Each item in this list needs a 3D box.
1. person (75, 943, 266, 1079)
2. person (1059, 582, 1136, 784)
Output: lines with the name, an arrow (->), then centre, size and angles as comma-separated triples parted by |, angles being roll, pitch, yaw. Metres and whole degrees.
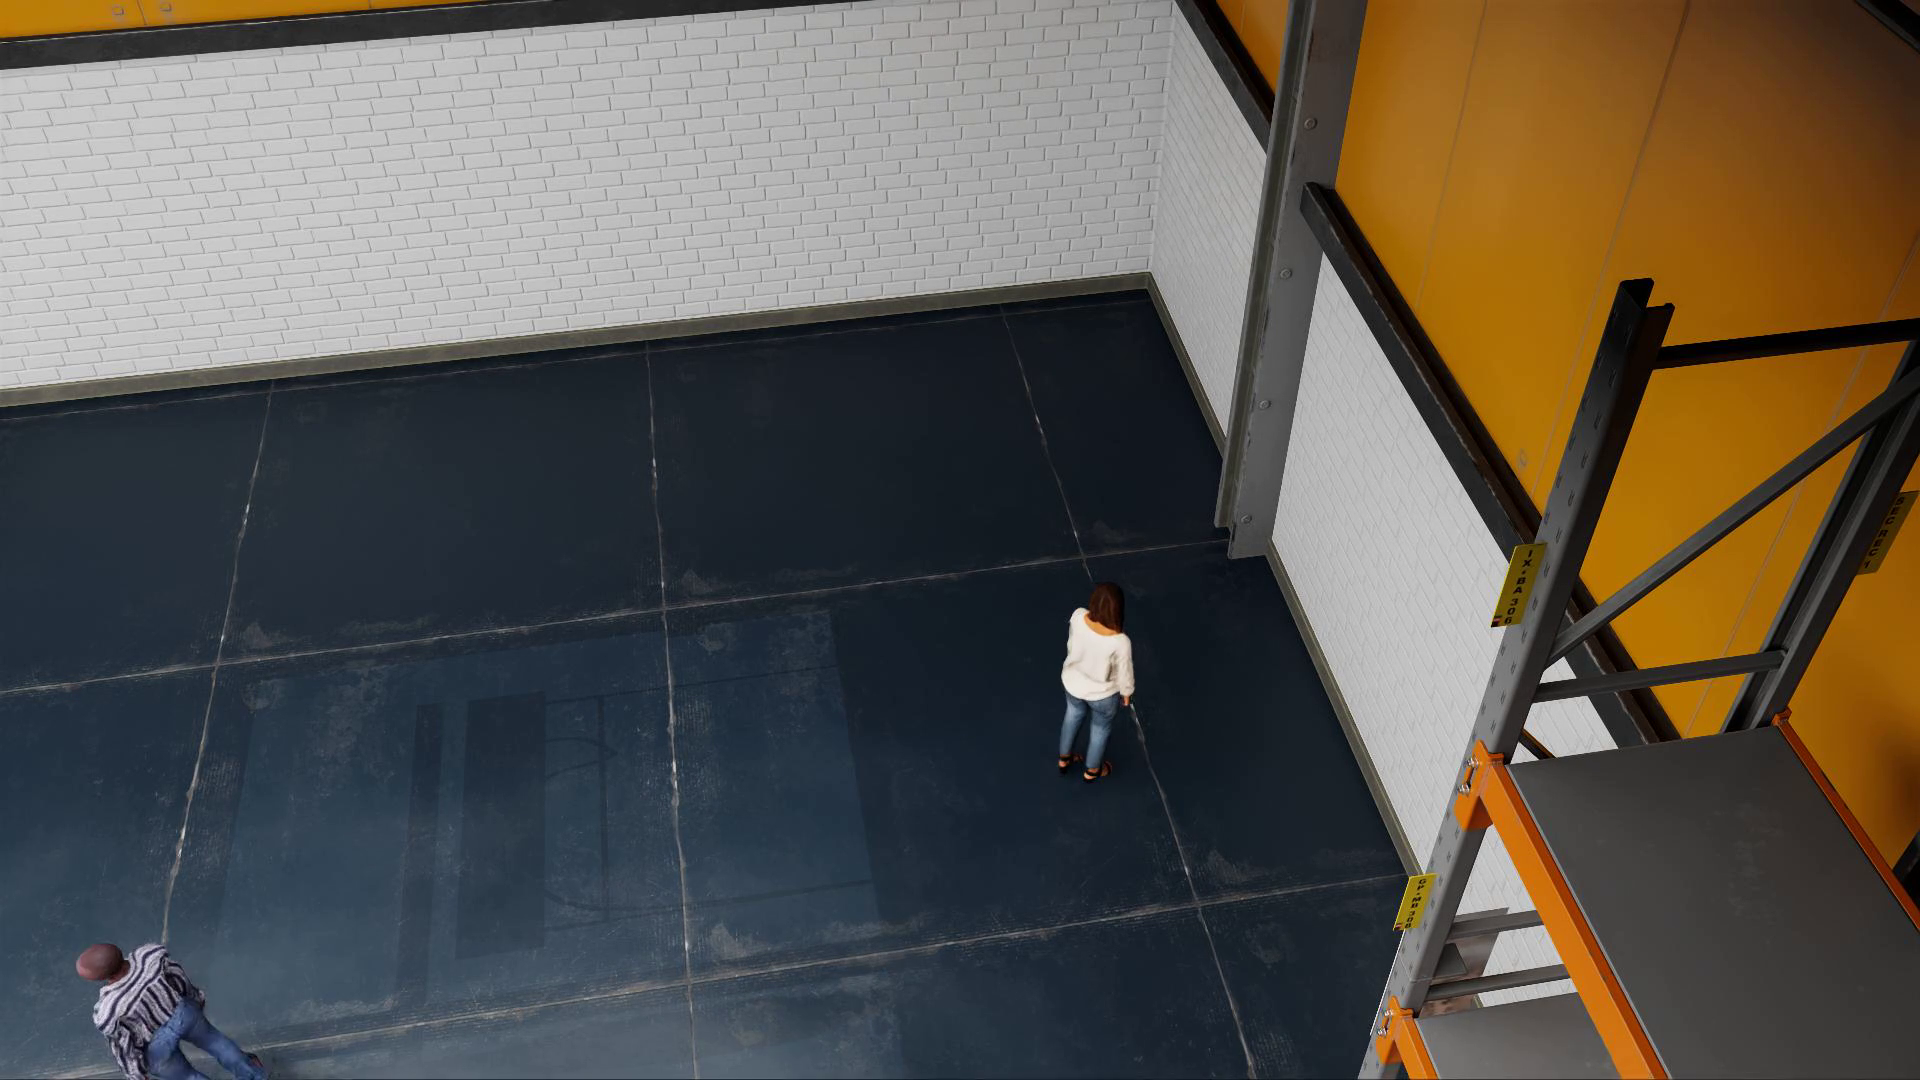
person -> -3.895, 2.443, 8.272 | 0.927, 1.760, 0.742 | 20, 47, 20
person -> 0.772, 0.871, 9.982 | 0.697, 1.678, 0.779 | 32, 52, 29
